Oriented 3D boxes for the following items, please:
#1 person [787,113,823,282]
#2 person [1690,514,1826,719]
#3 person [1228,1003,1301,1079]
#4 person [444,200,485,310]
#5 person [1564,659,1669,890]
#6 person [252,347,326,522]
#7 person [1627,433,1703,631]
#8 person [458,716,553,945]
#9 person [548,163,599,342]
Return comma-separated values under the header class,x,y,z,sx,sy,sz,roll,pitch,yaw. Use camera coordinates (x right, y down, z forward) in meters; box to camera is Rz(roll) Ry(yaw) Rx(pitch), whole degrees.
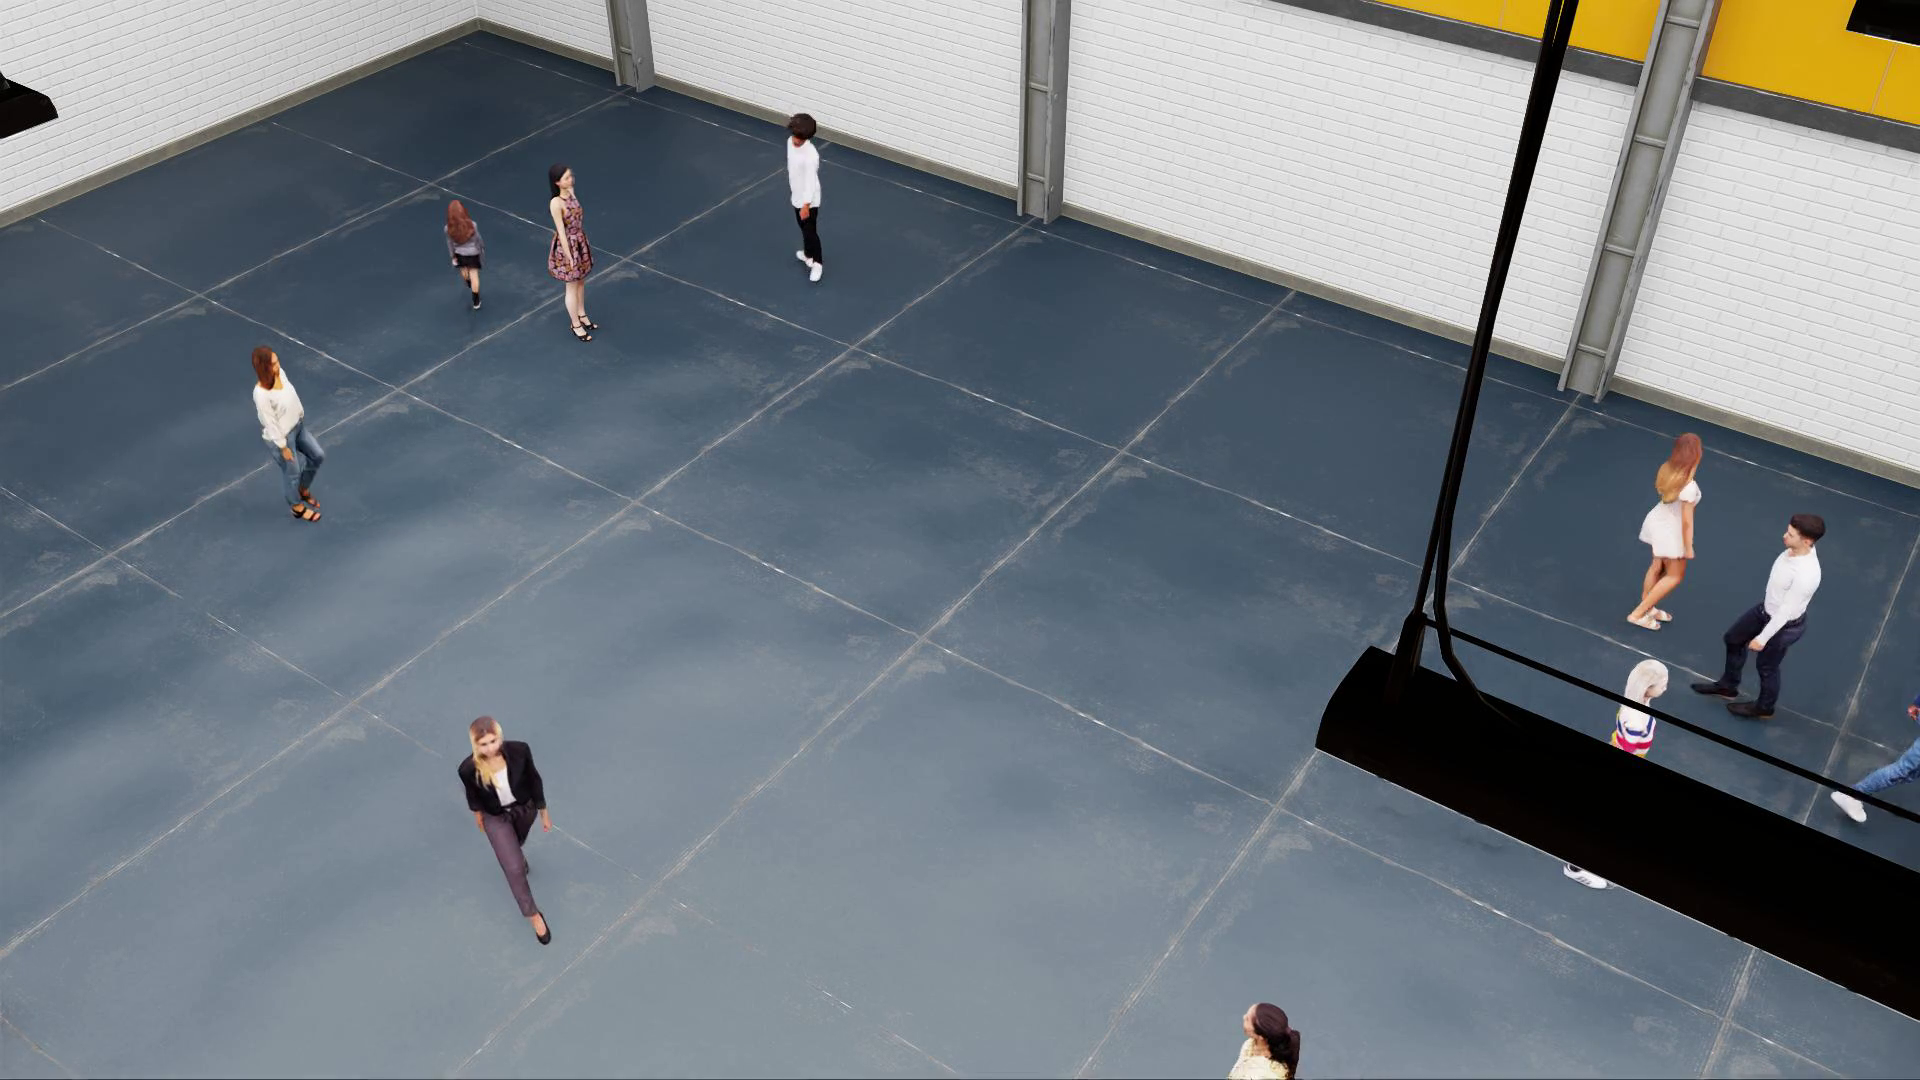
class,x,y,z,sx,sy,sz,roll,pitch,yaw
person,-1.552,-3.497,16.604,0.937,1.793,0.741,-9,40,-11
person,5.744,0.576,11.454,0.892,1.853,0.785,12,40,15
person,1.601,3.008,8.619,1.172,1.592,0.771,16,41,19
person,-4.832,-2.791,16.293,0.766,1.077,0.821,-6,39,-7
person,4.108,1.432,10.419,0.605,1.809,0.703,13,40,15
person,-5.509,-0.850,13.386,0.761,1.671,0.750,3,39,4
person,5.204,-0.072,12.409,0.815,1.676,0.754,4,39,5
person,-2.800,1.654,10.298,0.876,1.612,1.158,-21,43,-25
person,-3.647,-2.711,15.633,0.817,1.776,0.784,5,39,6
